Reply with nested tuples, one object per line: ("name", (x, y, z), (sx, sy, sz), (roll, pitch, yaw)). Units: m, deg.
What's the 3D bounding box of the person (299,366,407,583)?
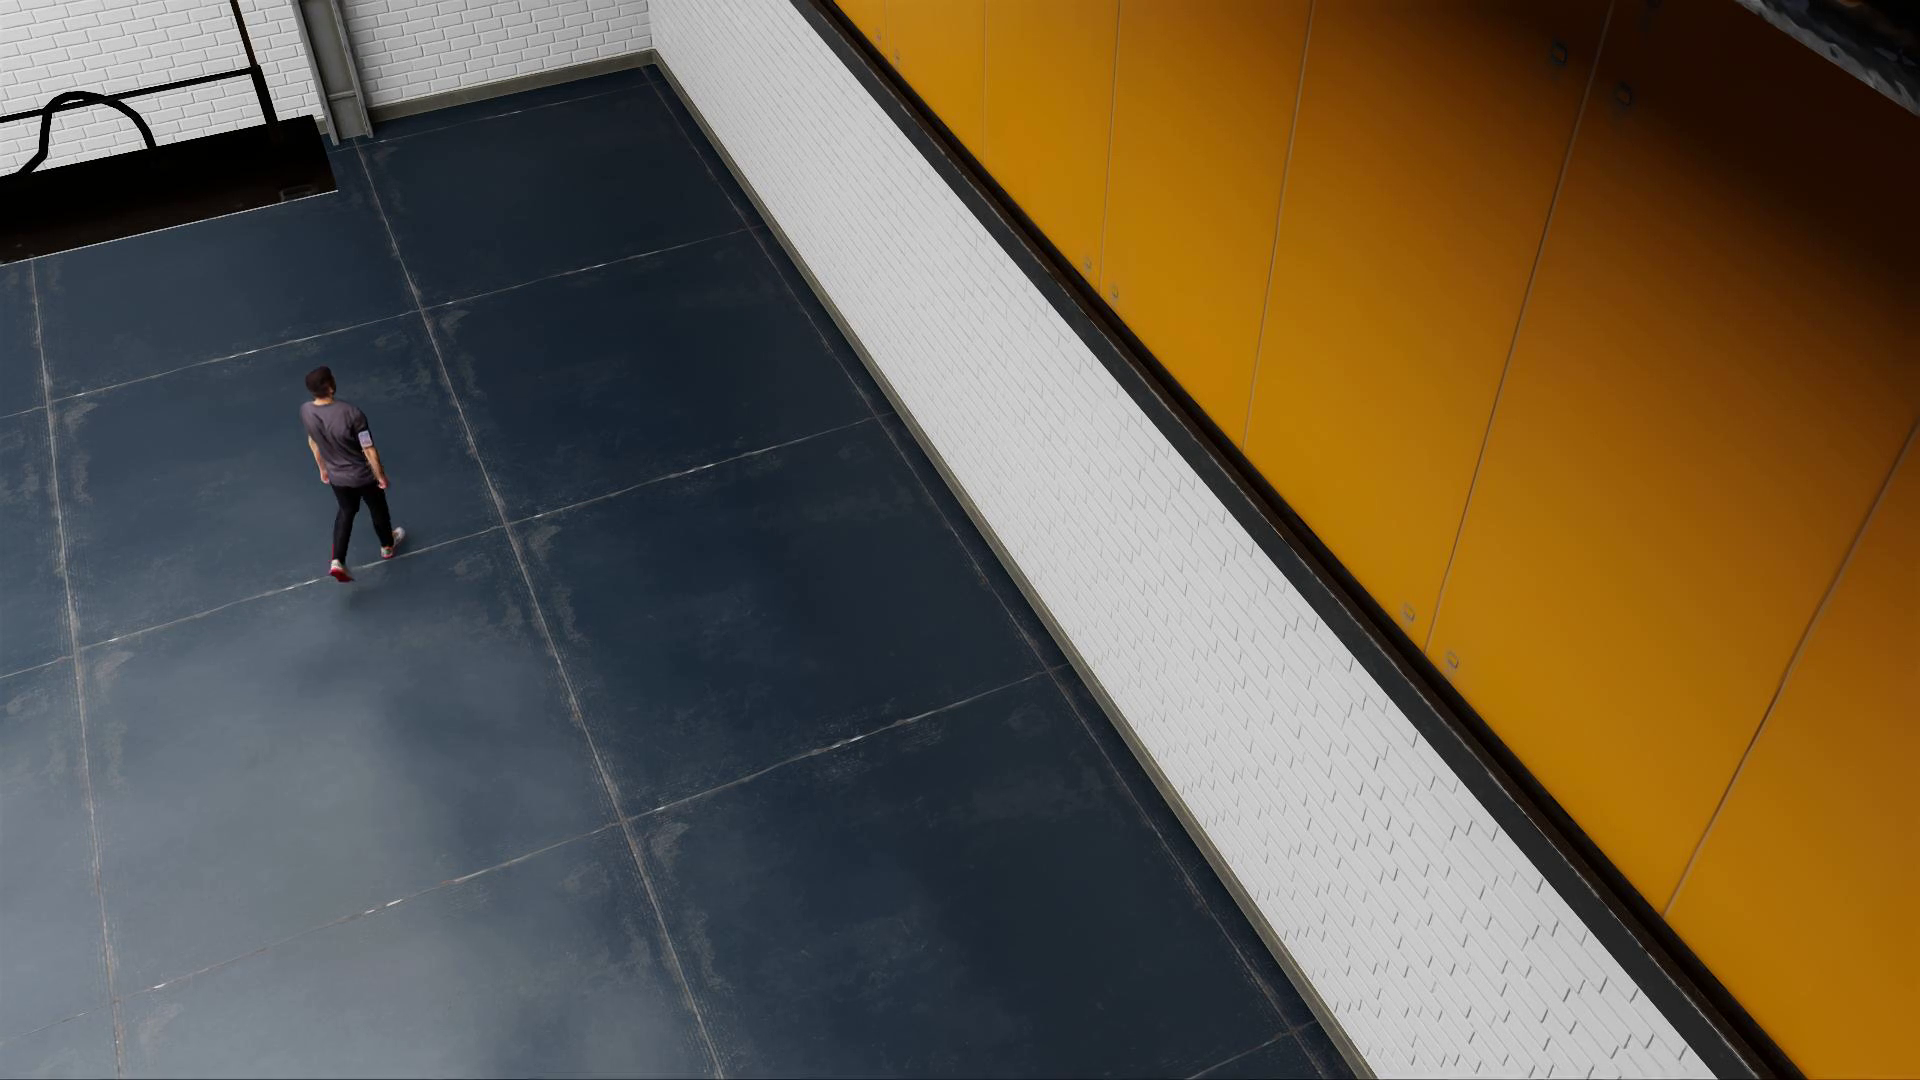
("person", (-4.221, -0.416, 11.430), (1.029, 1.744, 1.034), (8, 44, 9))
